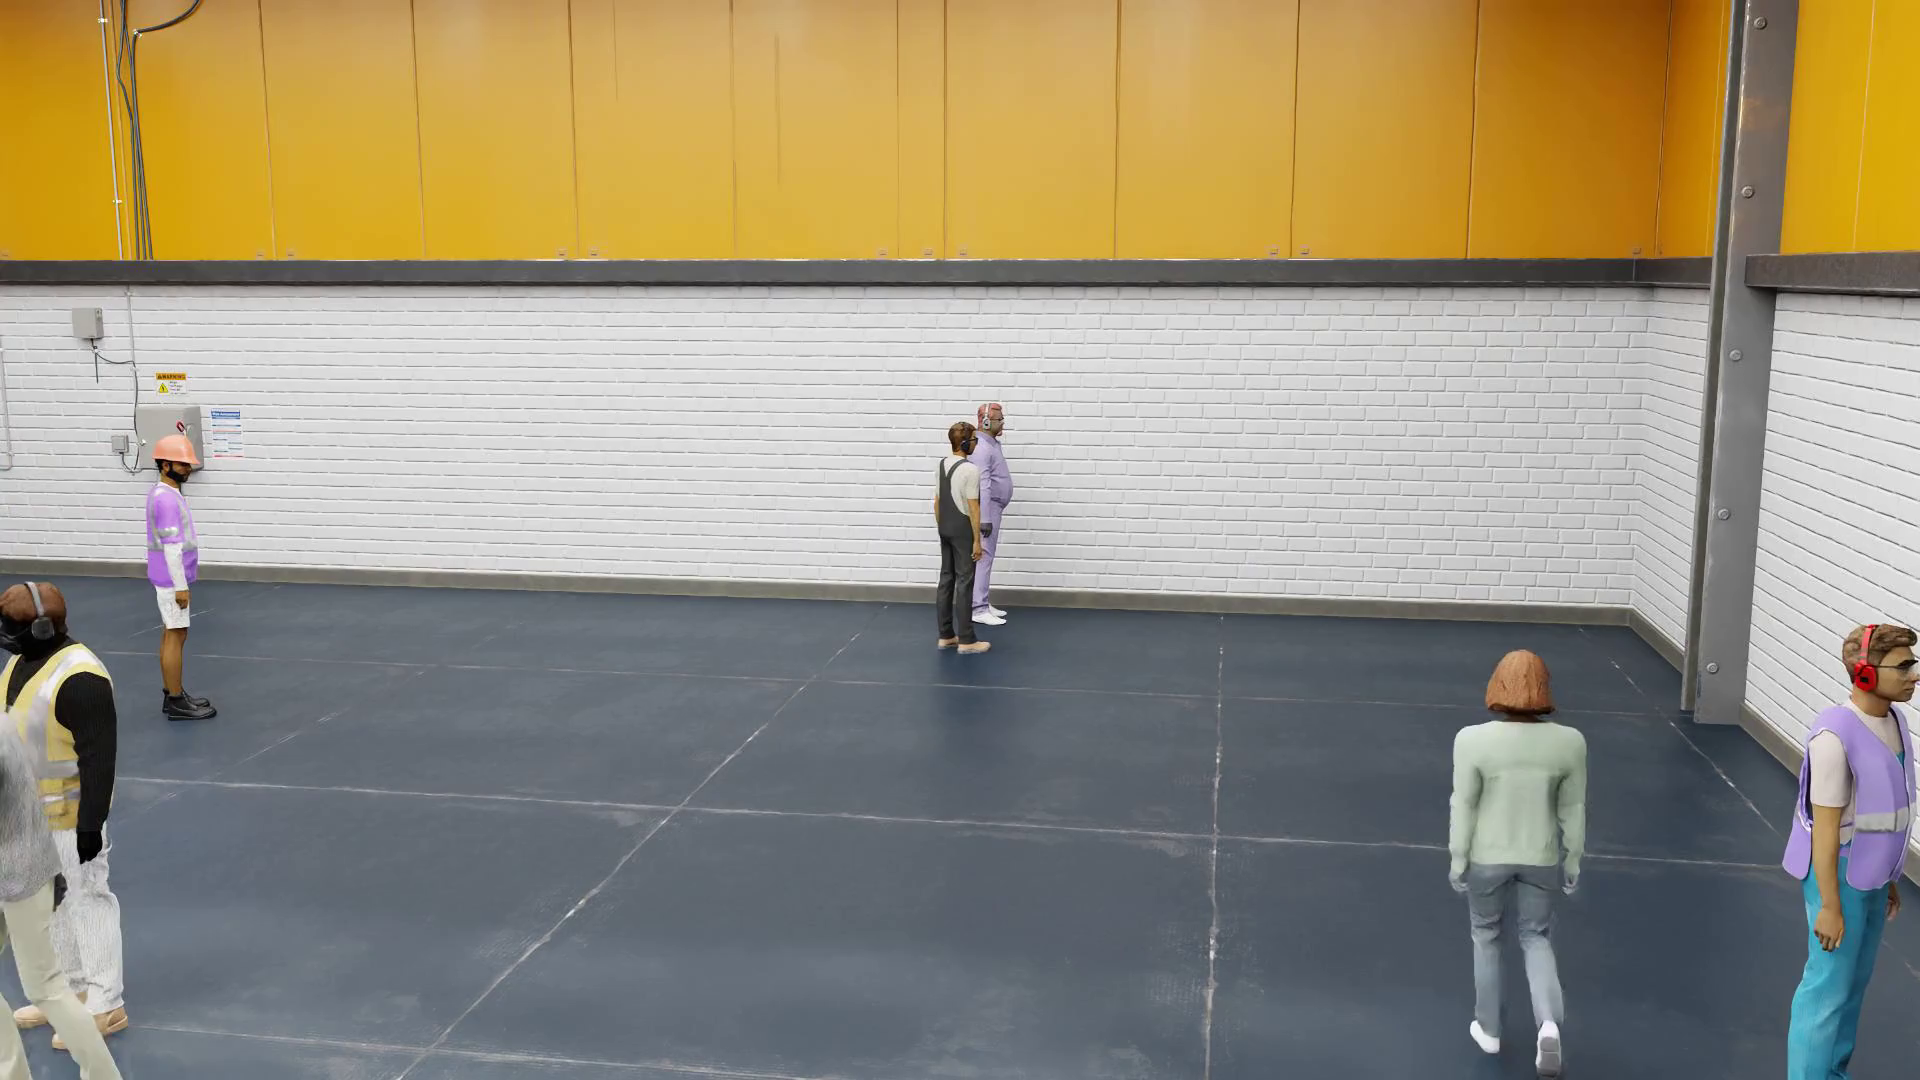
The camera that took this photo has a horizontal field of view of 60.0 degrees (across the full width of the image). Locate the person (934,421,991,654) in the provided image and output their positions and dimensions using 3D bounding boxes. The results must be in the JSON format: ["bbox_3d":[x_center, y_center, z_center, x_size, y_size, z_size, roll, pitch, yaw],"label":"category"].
[{"bbox_3d":[-0.002,-0.021,13.226,0.347,1.846,0.505,-7,12,-38],"label":"person"}]

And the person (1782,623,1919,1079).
[{"bbox_3d":[3.075,1.188,5.753,0.564,1.850,0.389,-9,13,-43],"label":"person"}]

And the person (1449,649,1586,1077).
[{"bbox_3d":[2.103,1.225,6.259,0.503,1.617,0.569,0,9,3],"label":"person"}]

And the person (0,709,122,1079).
[{"bbox_3d":[-3.278,1.203,5.726,0.702,1.827,0.533,-6,11,-34],"label":"person"}]

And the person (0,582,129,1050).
[{"bbox_3d":[-3.560,1.066,6.539,0.633,1.840,0.429,7,12,37],"label":"person"}]

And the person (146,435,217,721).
[{"bbox_3d":[-5.298,0.252,11.277,0.376,1.932,0.543,-5,10,-28],"label":"person"}]

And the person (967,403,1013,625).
[{"bbox_3d":[0.257,-0.233,14.344,0.405,1.906,0.653,1,9,3],"label":"person"}]
